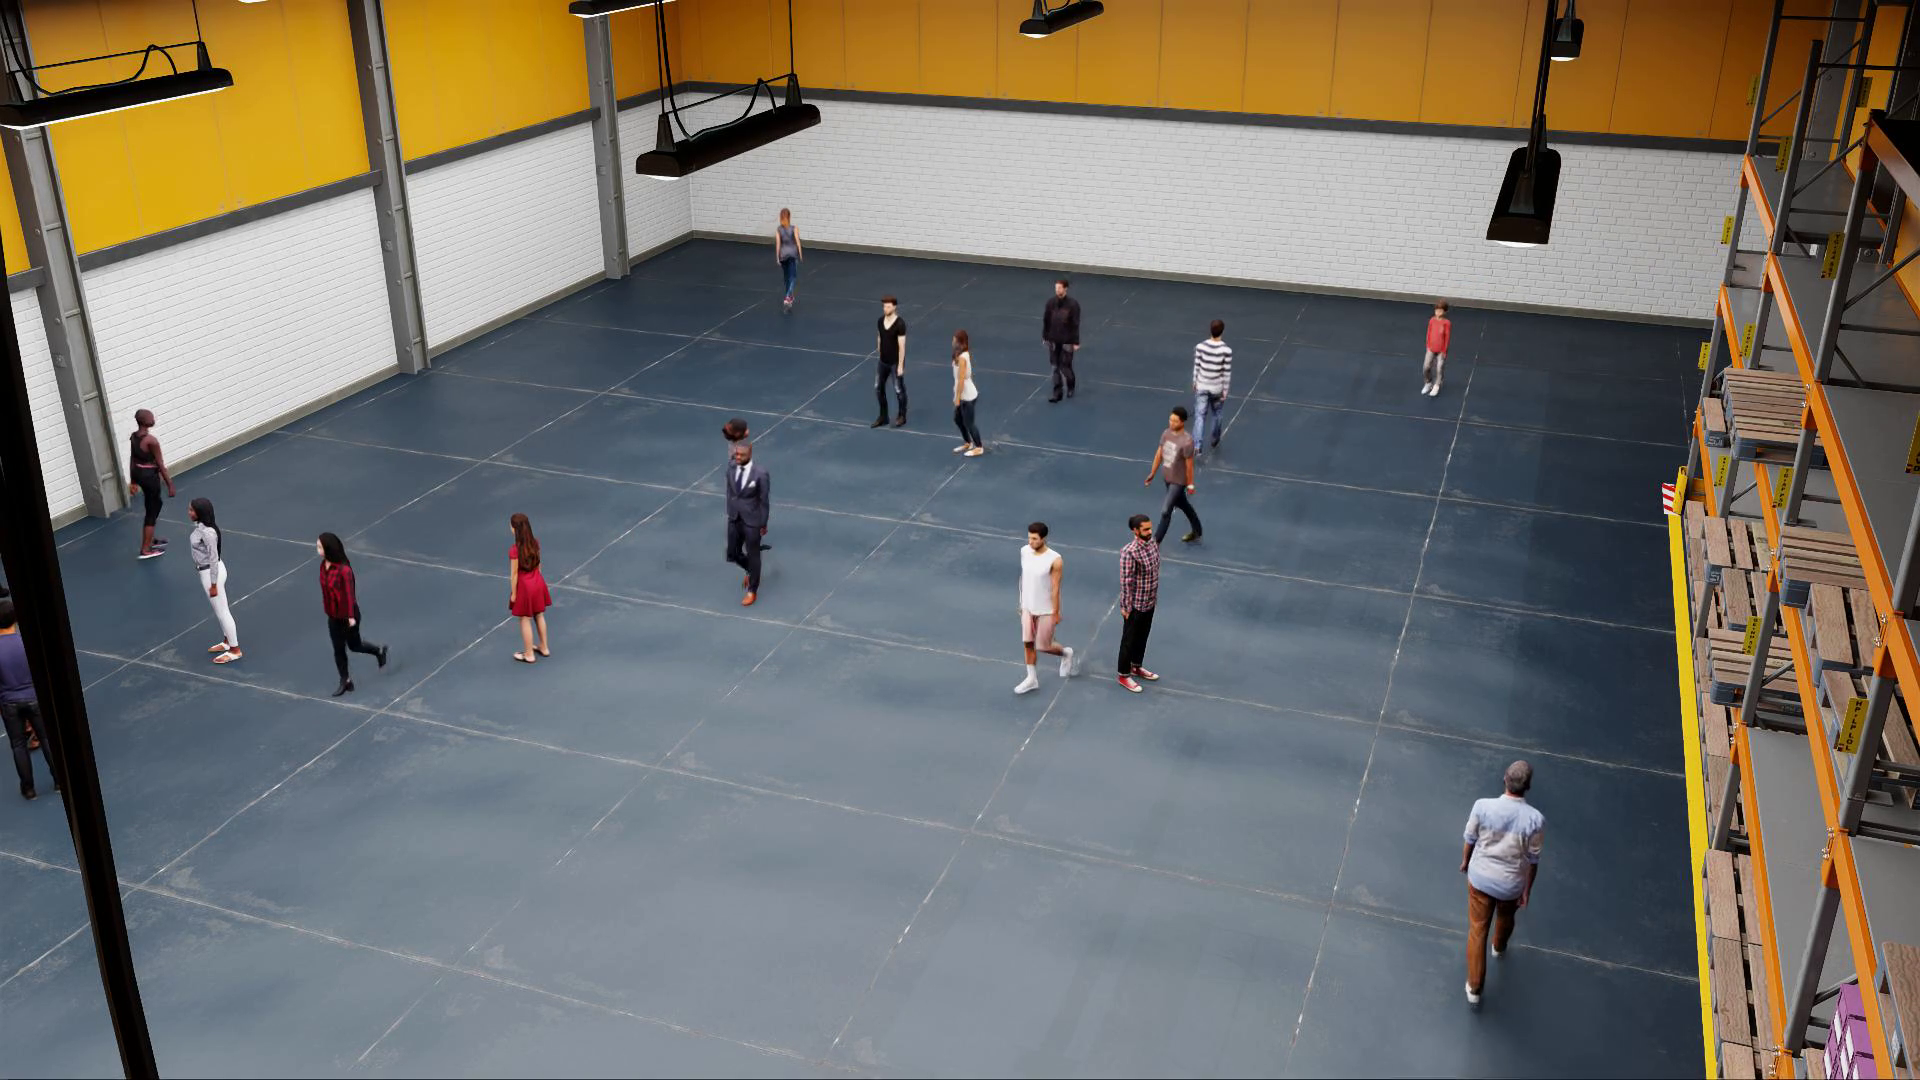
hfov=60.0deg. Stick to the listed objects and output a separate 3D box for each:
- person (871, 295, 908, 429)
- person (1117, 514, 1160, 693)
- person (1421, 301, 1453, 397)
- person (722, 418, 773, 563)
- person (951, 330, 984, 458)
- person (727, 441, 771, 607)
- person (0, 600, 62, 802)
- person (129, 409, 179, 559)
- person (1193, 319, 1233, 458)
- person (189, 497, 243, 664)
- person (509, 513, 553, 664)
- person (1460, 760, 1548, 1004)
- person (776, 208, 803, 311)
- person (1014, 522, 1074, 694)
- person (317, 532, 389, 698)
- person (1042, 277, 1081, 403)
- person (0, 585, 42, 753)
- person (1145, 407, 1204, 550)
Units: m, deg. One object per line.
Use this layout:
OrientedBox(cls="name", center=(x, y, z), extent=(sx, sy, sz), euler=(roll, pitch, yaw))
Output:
OrientedBox(cls="person", center=(-0.872, -2.468, 22.839), extent=(0.835, 1.875, 0.913), euler=(17, 29, 34))
OrientedBox(cls="person", center=(1.721, 0.571, 16.030), extent=(0.818, 1.760, 0.646), euler=(17, 29, 34))
OrientedBox(cls="person", center=(6.972, -2.799, 24.177), extent=(0.576, 1.409, 0.596), euler=(16, 28, 32))
OrientedBox(cls="person", center=(-2.543, -0.540, 18.655), extent=(0.902, 1.694, 0.855), euler=(-9, 25, -19))
OrientedBox(cls="person", center=(0.140, -1.908, 21.715), extent=(0.815, 1.750, 0.750), euler=(0, 24, 0))
OrientedBox(cls="person", center=(-2.244, -0.235, 17.807), extent=(0.740, 1.814, 0.778), euler=(12, 26, 25))
OrientedBox(cls="person", center=(-7.994, 1.374, 14.169), extent=(0.723, 1.779, 0.793), euler=(-14, 27, -29))
OrientedBox(cls="person", center=(-9.242, -0.616, 18.786), extent=(0.676, 1.727, 0.738), euler=(9, 25, 20))
OrientedBox(cls="person", center=(3.242, -1.942, 21.712), extent=(0.738, 1.813, 1.197), euler=(6, 24, 13))
OrientedBox(cls="person", center=(-7.425, 0.373, 16.527), extent=(0.713, 1.725, 0.676), euler=(-14, 27, -28))
OrientedBox(cls="person", center=(-4.294, 0.465, 16.536), extent=(0.661, 1.550, 0.592), euler=(14, 27, 28))
OrientedBox(cls="person", center=(3.780, 2.437, 11.736), extent=(0.699, 1.781, 1.134), euler=(9, 25, 20))
OrientedBox(cls="person", center=(-2.923, -4.756, 28.306), extent=(0.692, 1.689, 1.173), euler=(4, 24, 10))
OrientedBox(cls="person", center=(0.828, 0.617, 15.918), extent=(1.040, 1.765, 0.880), euler=(-21, 31, -39))
OrientedBox(cls="person", center=(-5.849, 0.676, 15.941), extent=(0.701, 1.639, 0.940), euler=(14, 27, 28))
OrientedBox(cls="person", center=(1.500, -2.866, 23.810), extent=(0.789, 1.827, 0.779), euler=(13, 27, 28))
OrientedBox(cls="person", center=(-8.522, 1.112, 14.929), extent=(0.635, 1.651, 0.619), euler=(18, 29, 35))
OrientedBox(cls="person", center=(2.543, -0.691, 18.957), extent=(1.198, 1.729, 1.129), euler=(-11, 26, -23))
